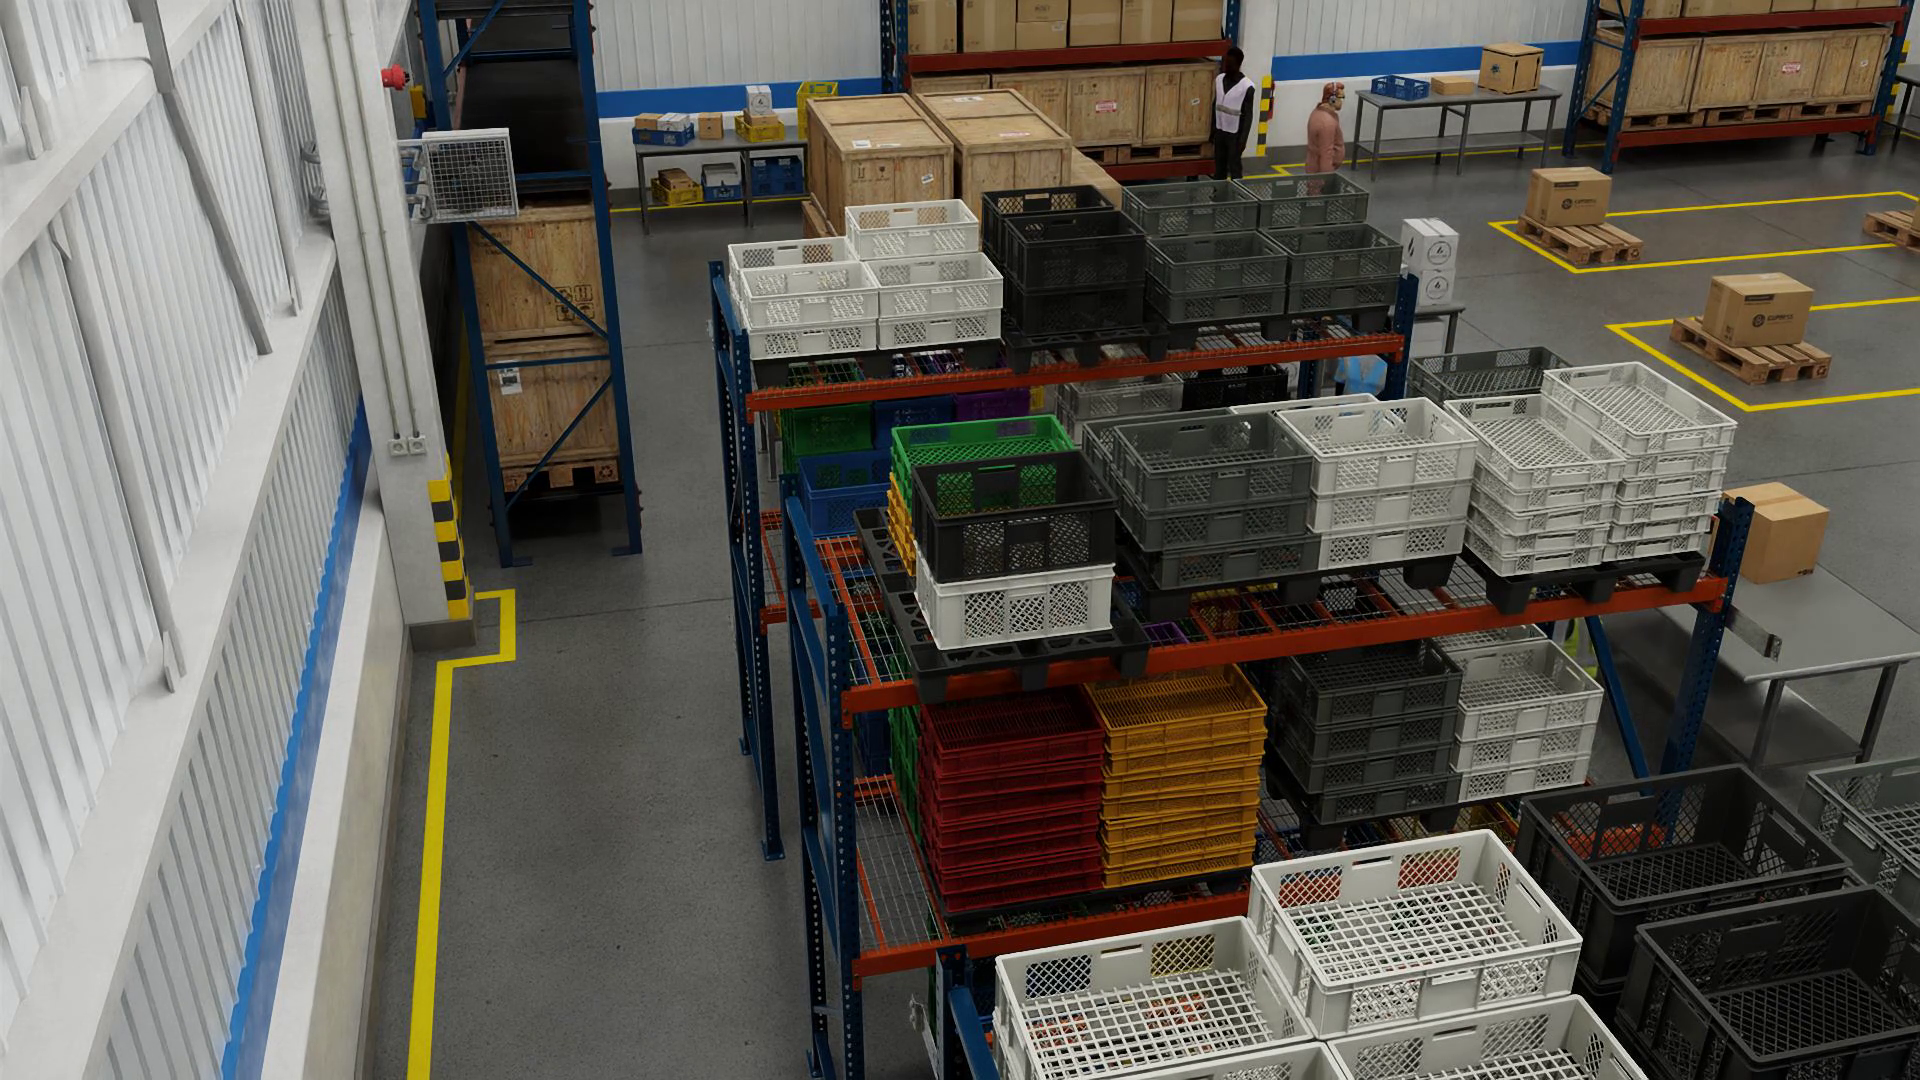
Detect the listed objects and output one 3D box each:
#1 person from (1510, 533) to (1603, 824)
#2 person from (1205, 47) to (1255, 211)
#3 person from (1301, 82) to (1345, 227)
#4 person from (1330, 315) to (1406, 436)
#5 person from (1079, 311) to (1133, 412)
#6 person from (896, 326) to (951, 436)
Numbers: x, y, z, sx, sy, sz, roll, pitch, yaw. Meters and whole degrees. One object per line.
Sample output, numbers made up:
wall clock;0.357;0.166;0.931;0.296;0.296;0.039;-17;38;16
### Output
person;3.194;0.745;8.934;0.429;1.839;0.633;12;30;22
person;3.114;-4.704;19.184;0.388;1.921;0.593;-20;34;-32
person;3.876;-3.913;17.711;0.401;1.899;0.645;0;28;1
person;2.964;-0.892;12.190;0.530;1.696;0.321;18;33;31
person;1.205;-1.773;13.737;0.553;1.828;0.808;-17;32;-28
person;-0.277;-0.864;11.941;0.353;1.883;0.573;18;33;31
